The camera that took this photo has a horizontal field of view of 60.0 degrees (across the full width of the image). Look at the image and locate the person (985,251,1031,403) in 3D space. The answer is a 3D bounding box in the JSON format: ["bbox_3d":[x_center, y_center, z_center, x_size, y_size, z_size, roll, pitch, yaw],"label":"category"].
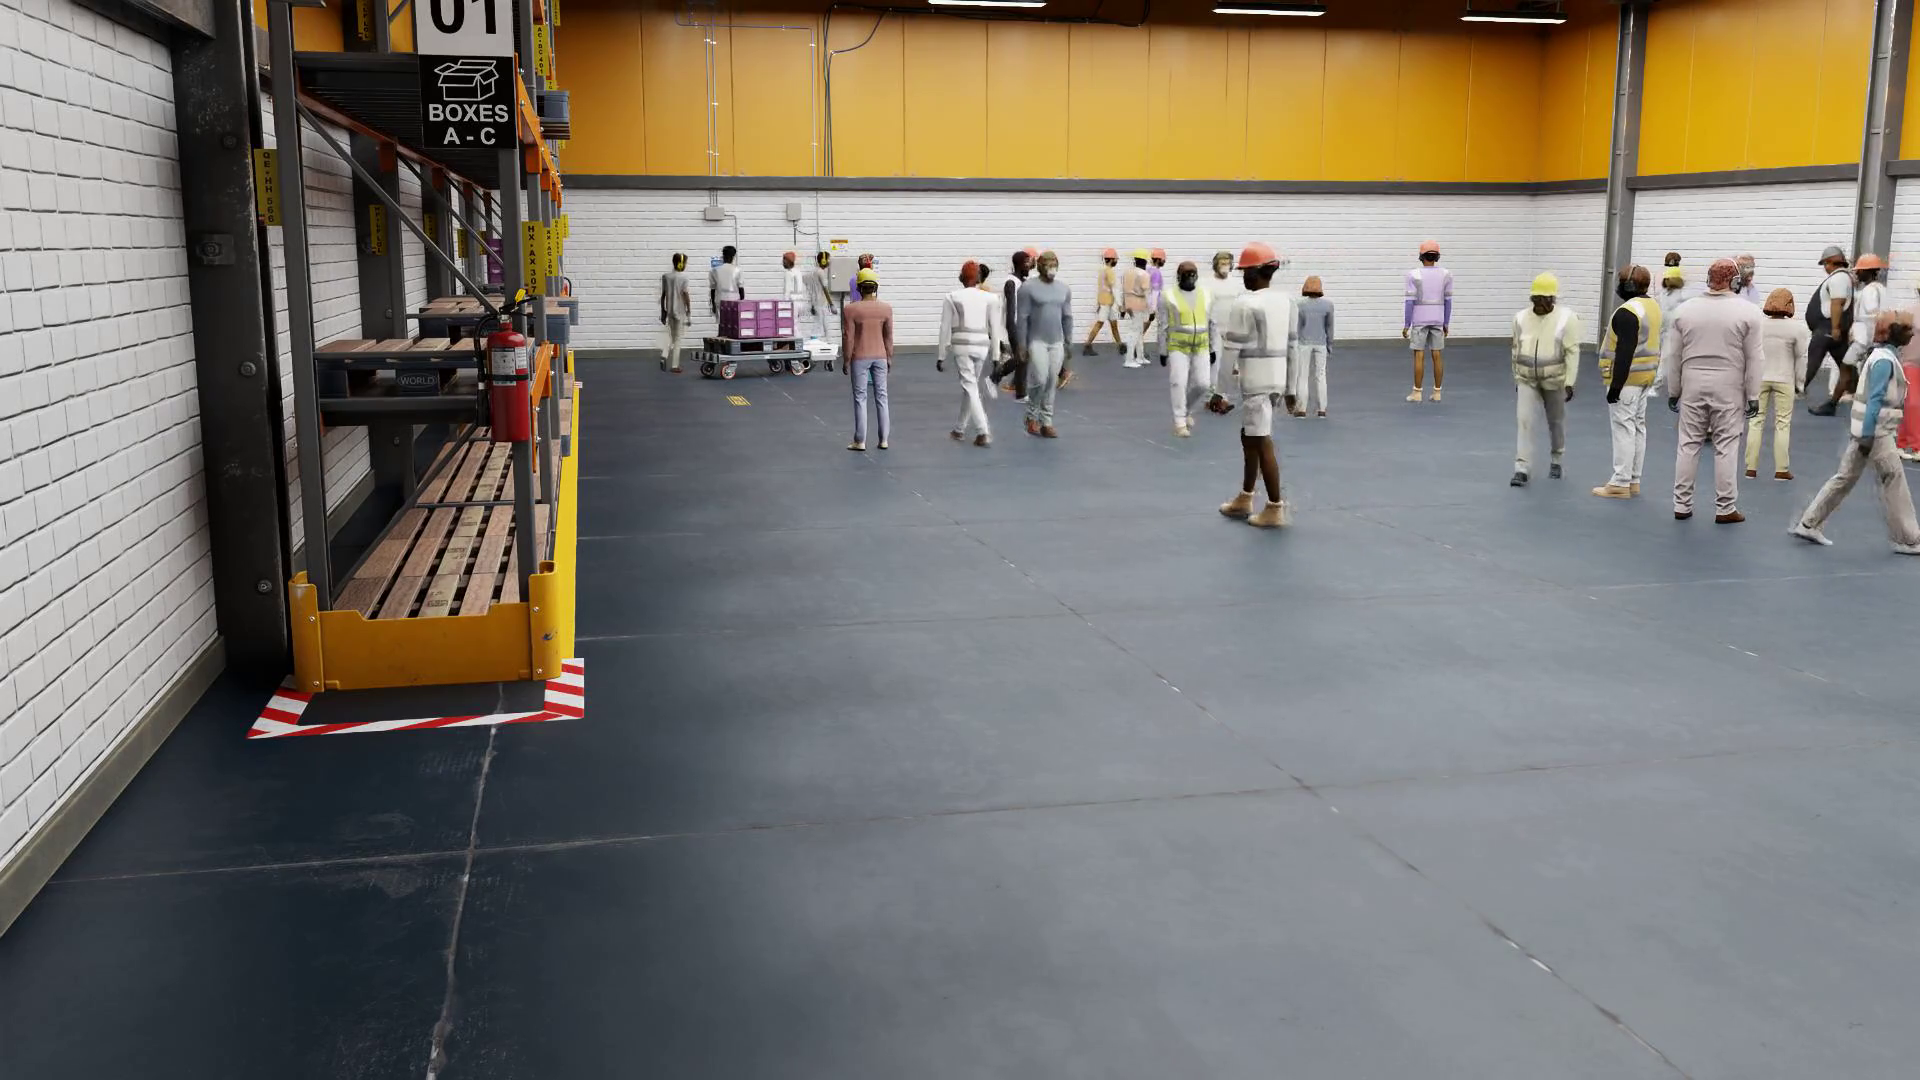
[{"bbox_3d":[0.676,-2.653,20.780,0.587,1.905,0.615,4,11,21],"label":"person"}]

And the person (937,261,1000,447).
[{"bbox_3d":[0.094,-1.854,16.581,0.600,1.837,0.973,-4,11,-22],"label":"person"}]

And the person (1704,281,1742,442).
[{"bbox_3d":[7.586,-1.765,16.529,0.541,1.672,0.394,4,11,22],"label":"person"}]

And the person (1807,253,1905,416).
[{"bbox_3d":[10.396,-2.324,19.038,1.012,1.890,0.548,9,14,42],"label":"person"}]

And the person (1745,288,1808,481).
[{"bbox_3d":[6.921,-1.319,14.144,0.500,1.633,0.285,8,13,38],"label":"person"}]

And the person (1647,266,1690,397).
[{"bbox_3d":[9.304,-2.731,21.788,0.871,1.701,0.497,-4,11,-20],"label":"person"}]

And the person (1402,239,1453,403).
[{"bbox_3d":[5.837,-2.730,20.825,0.608,2.045,0.391,-1,10,-5],"label":"person"}]

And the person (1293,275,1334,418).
[{"bbox_3d":[4.026,-2.206,19.056,0.507,1.631,0.266,-1,10,-4],"label":"person"}]

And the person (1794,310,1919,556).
[{"bbox_3d":[5.975,-0.709,10.885,0.881,1.591,0.528,5,11,26],"label":"person"}]

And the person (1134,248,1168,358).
[{"bbox_3d":[3.434,-4.069,28.677,0.984,1.883,0.549,-2,10,-12],"label":"person"}]

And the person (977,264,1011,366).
[{"bbox_3d":[0.427,-3.635,26.903,0.874,1.658,0.535,-1,10,-6],"label":"person"}]

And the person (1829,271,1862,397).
[{"bbox_3d":[11.546,-2.665,21.591,0.513,1.639,0.307,8,13,37],"label":"person"}]

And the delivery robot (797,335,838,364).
[{"bbox_3d":[-2.259,-2.930,25.796,0.707,0.478,0.477,-5,11,-24],"label":"delivery robot"}]

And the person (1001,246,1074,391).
[{"bbox_3d":[1.052,-2.964,22.375,0.906,1.967,0.631,2,10,11],"label":"person"}]

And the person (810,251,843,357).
[{"bbox_3d":[-2.269,-3.998,28.459,0.847,1.839,0.505,-3,11,-14],"label":"person"}]

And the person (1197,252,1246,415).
[{"bbox_3d":[3.096,-2.420,19.512,0.648,1.887,0.994,-3,11,-16],"label":"person"}]

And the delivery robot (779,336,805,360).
[{"bbox_3d":[-2.670,-2.994,26.154,0.477,0.478,0.707,7,12,35],"label":"delivery robot"}]

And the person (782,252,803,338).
[{"bbox_3d":[-2.913,-3.947,28.164,0.738,1.830,0.635,2,10,12],"label":"person"}]

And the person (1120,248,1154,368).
[{"bbox_3d":[2.921,-3.719,26.696,0.769,1.897,0.628,-6,12,-31],"label":"person"}]

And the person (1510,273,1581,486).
[{"bbox_3d":[4.926,-1.354,13.989,0.598,1.780,0.962,7,12,34],"label":"person"}]

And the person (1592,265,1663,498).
[{"bbox_3d":[5.297,-1.256,13.218,0.429,1.843,0.633,9,13,39],"label":"person"}]

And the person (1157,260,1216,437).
[{"bbox_3d":[2.355,-1.993,17.337,0.649,1.828,0.495,-2,11,-13],"label":"person"}]

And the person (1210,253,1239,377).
[{"bbox_3d":[3.973,-3.309,24.604,0.860,1.835,0.546,2,10,11],"label":"person"}]

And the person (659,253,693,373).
[{"bbox_3d":[-4.333,-3.460,25.419,0.498,1.846,0.418,6,12,29],"label":"person"}]

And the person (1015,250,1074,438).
[{"bbox_3d":[0.894,-2.006,17.125,0.652,1.928,0.435,-6,12,-28],"label":"person"}]

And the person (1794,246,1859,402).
[{"bbox_3d":[10.975,-2.755,20.969,1.001,2.000,0.708,7,12,34],"label":"person"}]

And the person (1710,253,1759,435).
[{"bbox_3d":[8.037,-2.017,17.269,0.695,1.898,0.420,-6,12,-31],"label":"person"}]

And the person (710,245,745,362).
[{"bbox_3d":[-3.892,-3.975,27.982,0.647,1.937,0.685,1,10,7],"label":"person"}]

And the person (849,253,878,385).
[{"bbox_3d":[-1.345,-3.094,23.385,0.390,1.846,0.563,-9,13,-39],"label":"person"}]

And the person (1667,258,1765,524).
[{"bbox_3d":[5.462,-1.075,12.032,0.653,1.906,0.405,9,14,41],"label":"person"}]

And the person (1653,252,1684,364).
[{"bbox_3d":[11.556,-3.765,27.140,0.429,1.838,0.621,-1,10,-5],"label":"person"}]

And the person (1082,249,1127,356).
[{"bbox_3d":[2.607,-4.175,29.303,1.013,1.885,0.562,-1,10,-7],"label":"person"}]

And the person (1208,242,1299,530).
[{"bbox_3d":[2.049,-1.102,11.869,0.616,2.010,0.837,-10,14,-43],"label":"person"}]

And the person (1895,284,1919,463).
[{"bbox_3d":[8.841,-1.560,15.181,0.557,1.726,0.840,-1,10,-5],"label":"person"}]

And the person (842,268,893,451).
[{"bbox_3d":[-0.897,-1.745,16.136,0.530,1.768,0.312,-5,11,-27],"label":"person"}]
